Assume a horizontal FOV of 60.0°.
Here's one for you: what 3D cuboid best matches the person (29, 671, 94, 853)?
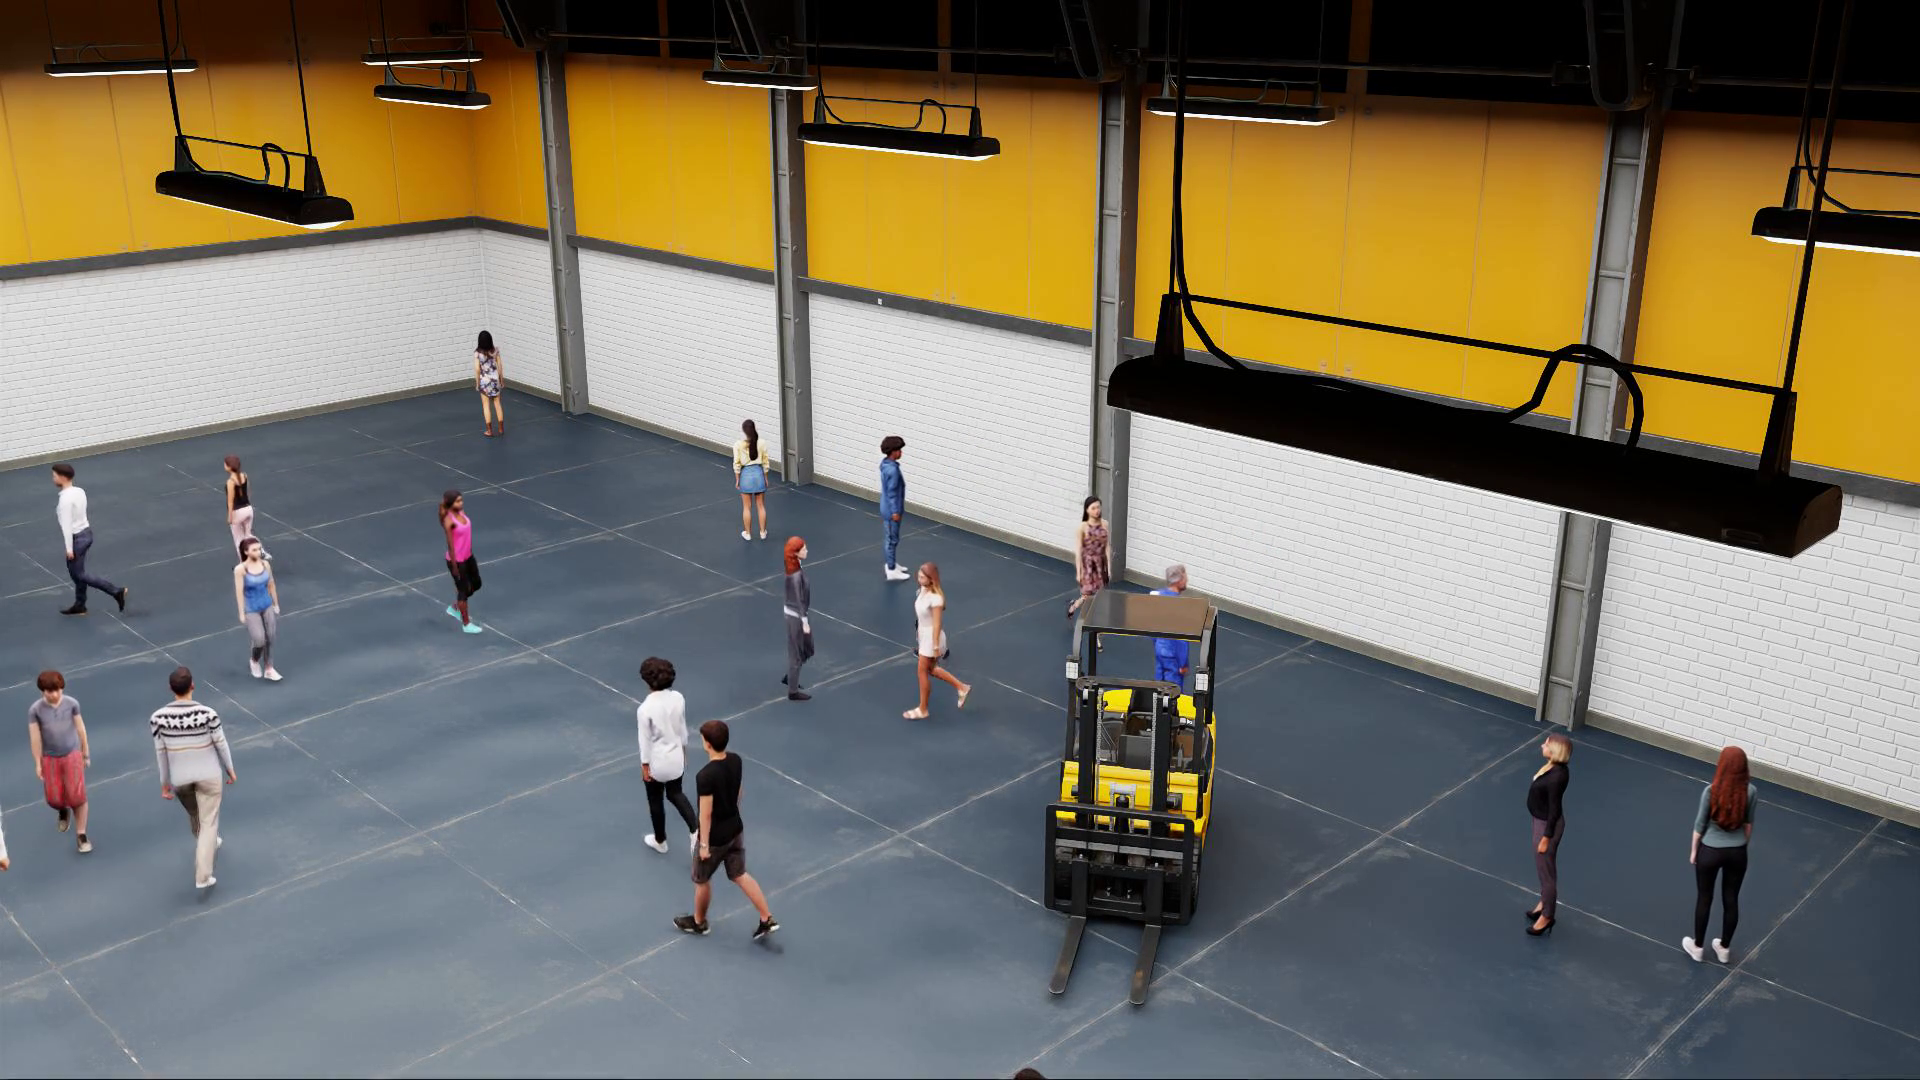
[{"bbox_3d":[-7.668,1.842,14.189,0.702,1.637,0.890,-11,21,-29],"label":"person"}]

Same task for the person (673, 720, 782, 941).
[{"bbox_3d":[-1.754,2.249,12.667,1.227,1.837,0.879,11,22,30],"label":"person"}]

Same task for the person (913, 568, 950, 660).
[{"bbox_3d":[-0.318,0.806,18.119,0.480,1.093,0.686,-17,25,-42],"label":"person"}]

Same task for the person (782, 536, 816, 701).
[{"bbox_3d":[-1.752,0.820,17.022,0.762,1.766,0.694,-1,19,-3],"label":"person"}]

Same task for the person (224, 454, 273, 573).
[{"bbox_3d":[-8.907,-0.320,20.732,0.859,1.558,0.726,6,19,17],"label":"person"}]

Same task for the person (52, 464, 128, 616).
[{"bbox_3d":[-10.132,0.024,19.269,1.115,1.841,1.088,-1,19,-3],"label":"person"}]

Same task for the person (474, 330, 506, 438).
[{"bbox_3d":[-7.673,-2.557,27.103,0.648,1.732,0.583,-11,21,-29],"label":"person"}]

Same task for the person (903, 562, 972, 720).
[{"bbox_3d":[-0.217,0.997,16.635,0.922,1.677,0.973,-5,19,-15],"label":"person"}]

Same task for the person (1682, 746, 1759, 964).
[{"bbox_3d":[5.722,2.362,12.484,0.649,1.740,0.727,2,19,6],"label":"person"}]

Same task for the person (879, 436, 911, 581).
[{"bbox_3d":[-0.843,-0.408,20.612,0.830,1.803,0.758,-1,19,-3],"label":"person"}]

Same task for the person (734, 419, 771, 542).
[{"bbox_3d":[-2.760,-0.808,22.063,0.726,1.633,0.728,-5,19,-16],"label":"person"}]

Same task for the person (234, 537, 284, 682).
[{"bbox_3d":[-7.442,0.733,17.542,0.670,1.599,0.624,13,22,33],"label":"person"}]

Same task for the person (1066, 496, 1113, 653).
[{"bbox_3d":[1.437,0.343,18.467,0.817,1.748,1.113,-10,21,-26],"label":"person"}]

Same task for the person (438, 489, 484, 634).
[{"bbox_3d":[-5.731,0.228,18.856,0.832,1.718,0.749,5,19,16],"label":"person"}]

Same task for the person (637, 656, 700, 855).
[{"bbox_3d":[-2.432,1.851,13.919,0.631,1.792,0.935,-17,25,-41],"label":"person"}]

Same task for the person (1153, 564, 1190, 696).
[{"bbox_3d":[2.031,1.104,16.082,0.860,1.828,0.692,-6,19,-16],"label":"person"}]

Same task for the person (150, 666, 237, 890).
[{"bbox_3d":[-6.230,1.972,13.529,1.168,1.812,1.315,-3,19,-9],"label":"person"}]

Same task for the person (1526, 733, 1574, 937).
[{"bbox_3d":[4.564,2.268,12.874,0.673,1.670,0.679,7,20,20],"label":"person"}]
